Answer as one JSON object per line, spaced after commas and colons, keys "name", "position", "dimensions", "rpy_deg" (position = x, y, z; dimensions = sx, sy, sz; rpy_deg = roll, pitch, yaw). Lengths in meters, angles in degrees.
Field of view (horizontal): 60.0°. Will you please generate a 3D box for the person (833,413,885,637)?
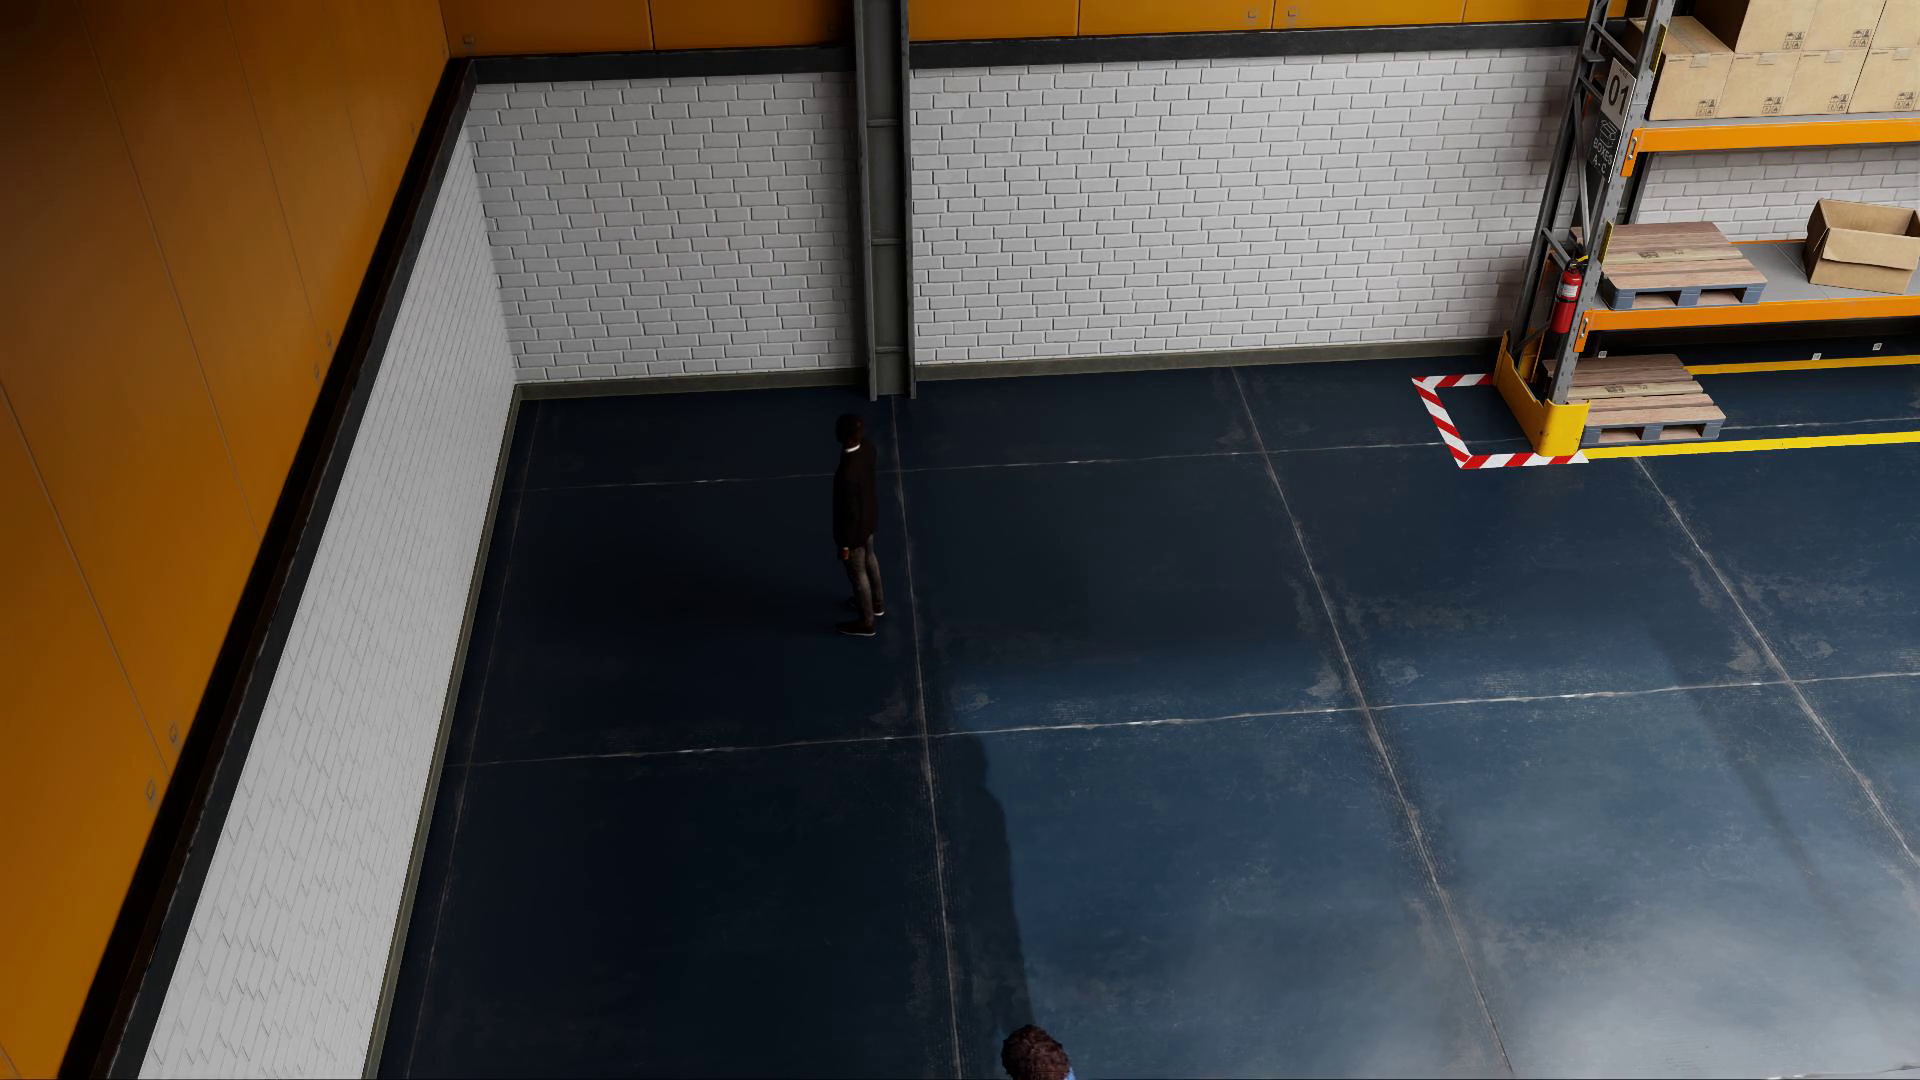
{"name": "person", "position": [-0.705, -0.110, 11.416], "dimensions": [0.678, 1.800, 0.731], "rpy_deg": [10, 40, 13]}
